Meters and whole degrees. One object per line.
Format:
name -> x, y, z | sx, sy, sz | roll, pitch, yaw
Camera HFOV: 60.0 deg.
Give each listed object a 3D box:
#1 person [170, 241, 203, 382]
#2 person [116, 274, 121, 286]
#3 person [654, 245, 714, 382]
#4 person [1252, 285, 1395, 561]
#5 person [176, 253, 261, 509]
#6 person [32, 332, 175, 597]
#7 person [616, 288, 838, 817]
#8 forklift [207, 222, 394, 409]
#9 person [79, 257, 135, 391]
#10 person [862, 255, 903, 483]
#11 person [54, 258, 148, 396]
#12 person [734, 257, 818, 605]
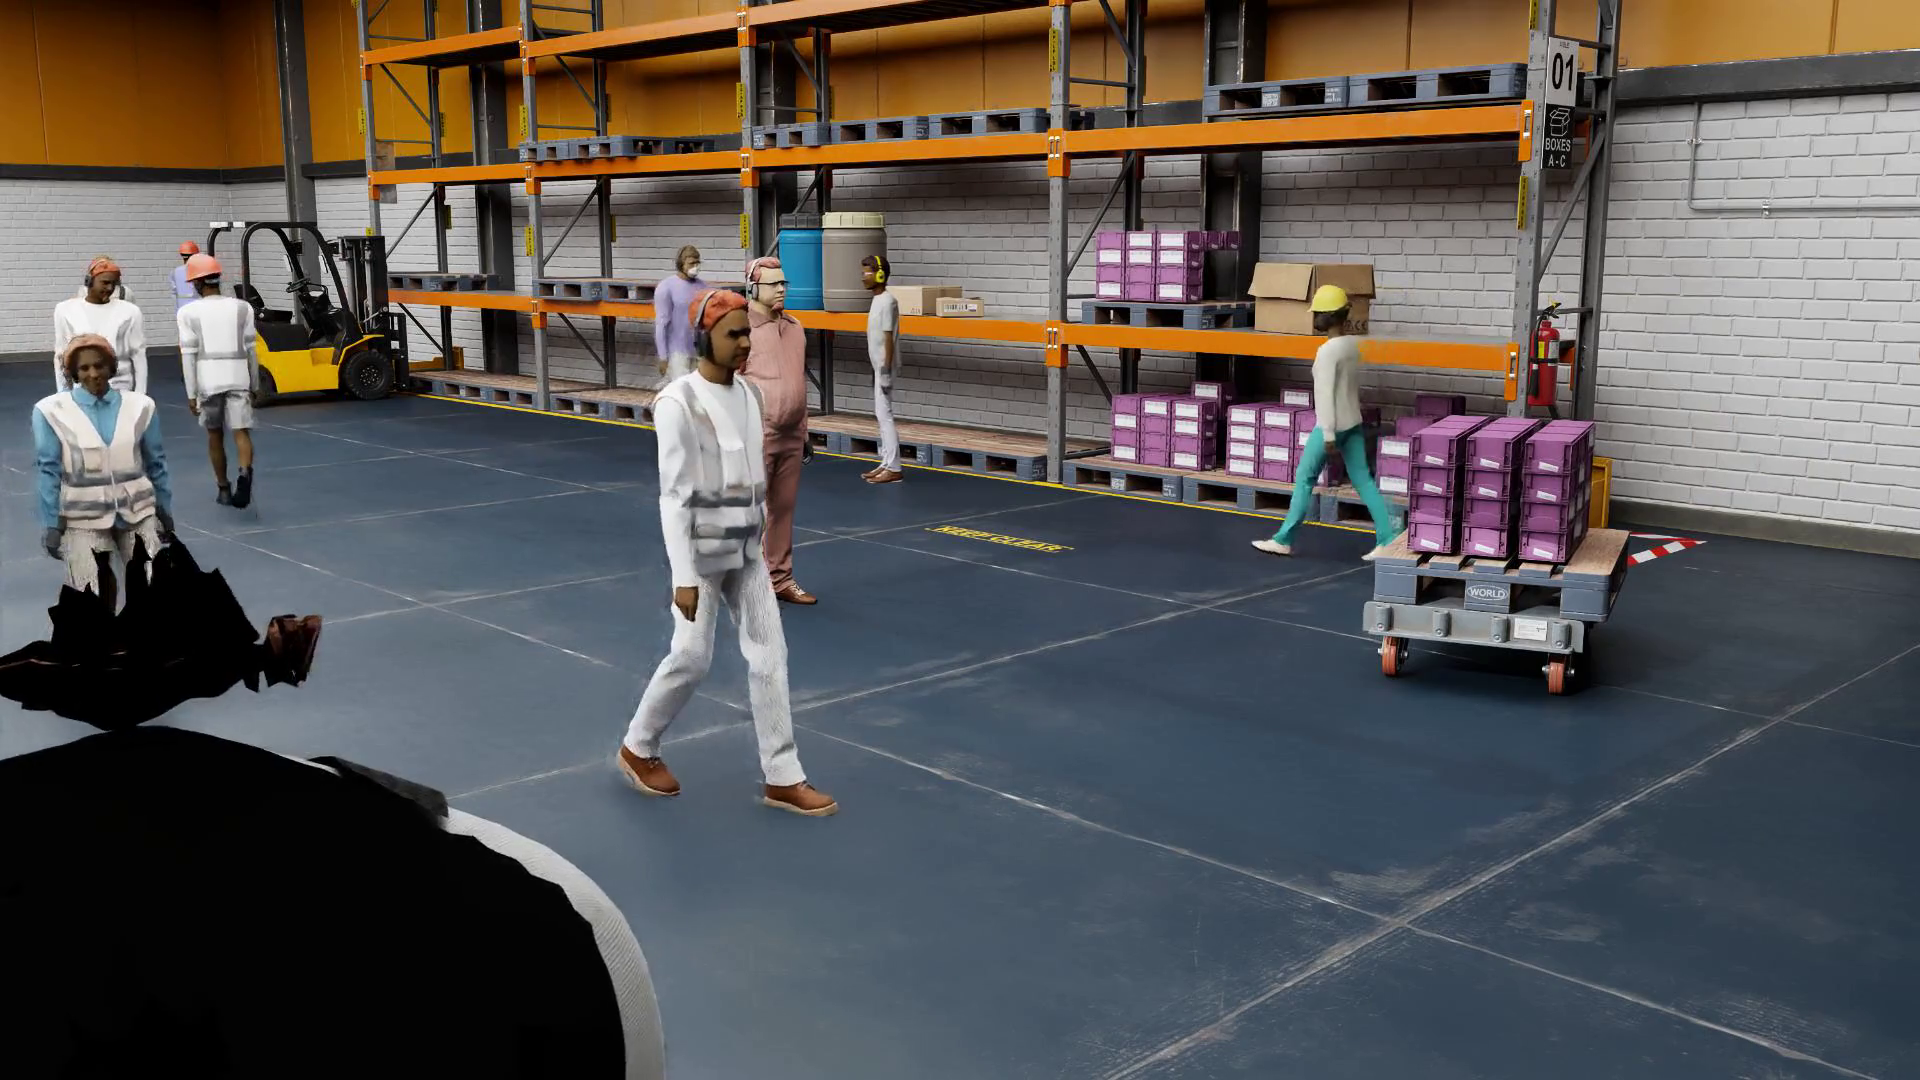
person -> -10.573, -3.140, 22.948 | 0.545, 1.938, 0.362 | 2, 11, 11
person -> -9.533, -2.213, 18.652 | 0.840, 1.667, 0.548 | 3, 11, 13
person -> -2.367, -1.648, 14.876 | 0.609, 1.926, 0.673 | 9, 14, 42
person -> 2.340, -0.715, 10.337 | 0.922, 1.720, 0.537 | 8, 13, 38
person -> -5.415, -1.147, 12.222 | 0.546, 1.895, 0.862 | -6, 12, -30
person -> -3.677, -0.089, 7.154 | 0.557, 1.621, 0.502 | -10, 14, -42
person -> -0.885, 0.045, 5.844 | 0.880, 1.853, 0.582 | 6, 12, 28
forklift -> -8.169, -2.758, 20.163 | 2.313, 2.155, 1.214 | -10, 14, -44
person -> -8.601, -1.950, 16.843 | 0.517, 1.791, 0.968 | -5, 12, -27
person -> -0.644, -1.397, 13.672 | 0.321, 1.860, 0.512 | -2, 11, -11
person -> -6.144, -1.071, 11.892 | 0.622, 1.853, 0.609 | -4, 11, -22
person -> -1.021, -0.556, 8.945 | 0.409, 1.908, 0.647 | 7, 13, 35
